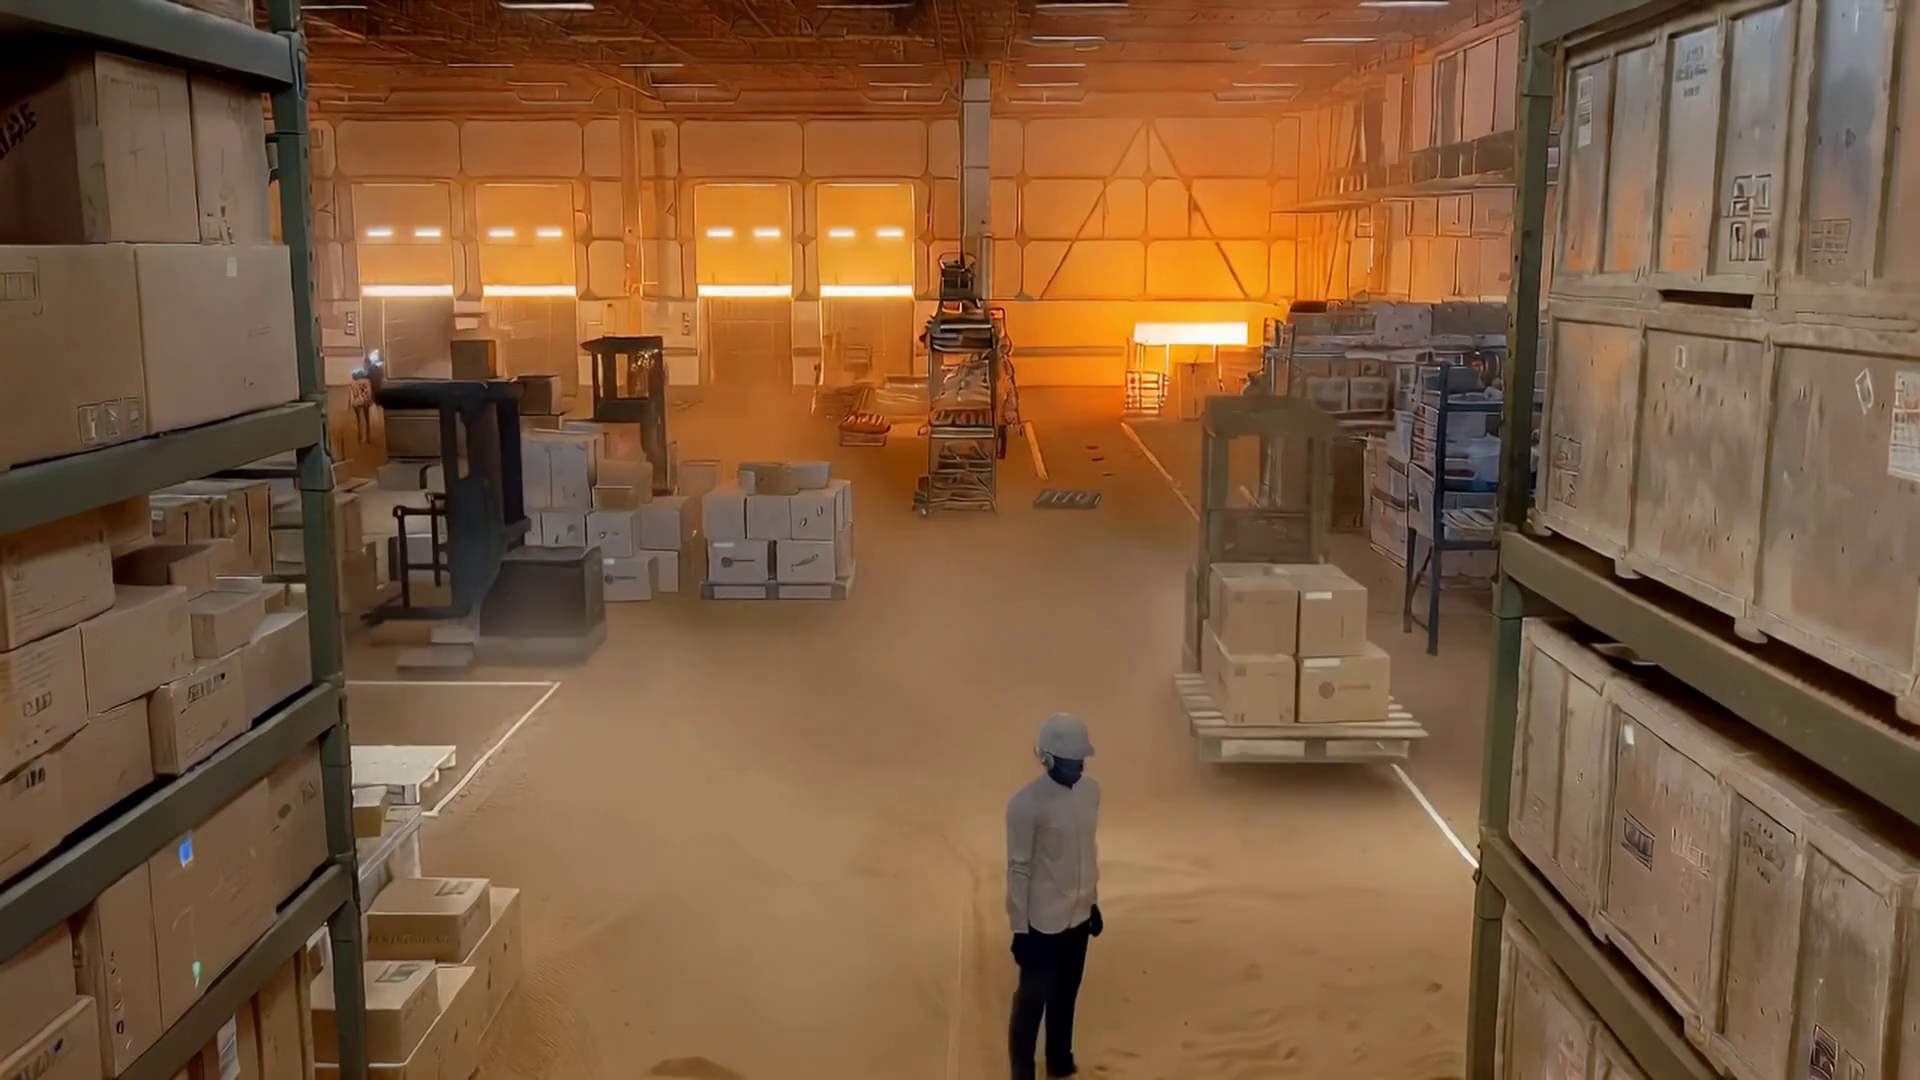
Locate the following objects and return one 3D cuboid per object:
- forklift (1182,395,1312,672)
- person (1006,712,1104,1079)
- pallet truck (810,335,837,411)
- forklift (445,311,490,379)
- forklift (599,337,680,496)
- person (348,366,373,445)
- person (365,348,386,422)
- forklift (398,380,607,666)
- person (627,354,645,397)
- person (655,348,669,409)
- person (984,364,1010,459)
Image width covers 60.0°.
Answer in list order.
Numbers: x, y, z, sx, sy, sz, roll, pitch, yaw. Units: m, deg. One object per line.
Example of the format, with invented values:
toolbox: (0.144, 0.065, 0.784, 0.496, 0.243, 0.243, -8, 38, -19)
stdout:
forklift: (2.705, 0.061, 15.351, 1.129, 2.768, 1.873, 0, 10, 1)
person: (0.474, 1.784, 7.960, 0.396, 1.993, 0.618, 10, 14, 44)
pallet truck: (-3.021, -4.312, 43.126, 1.885, 1.965, 0.823, 3, 10, 17)
forklift: (-10.825, -3.651, 36.765, 1.129, 2.768, 1.873, 2, 10, 13)
forklift: (-5.067, -1.764, 25.881, 1.129, 2.768, 1.873, 0, 10, 1)
person: (-12.993, -2.930, 36.042, 0.501, 1.686, 0.854, -2, 10, -13)
person: (-14.296, -3.781, 40.600, 0.519, 1.819, 0.835, -9, 13, -42)
forklift: (-4.653, -0.202, 16.866, 1.873, 2.768, 1.129, 0, 10, 1)
person: (-7.147, -3.171, 36.714, 0.376, 1.940, 0.629, -1, 10, -3)
person: (-7.857, -4.258, 43.868, 0.538, 1.623, 0.382, 9, 13, 42)
person: (0.730, -2.575, 33.334, 0.547, 1.927, 0.390, 2, 10, 13)
